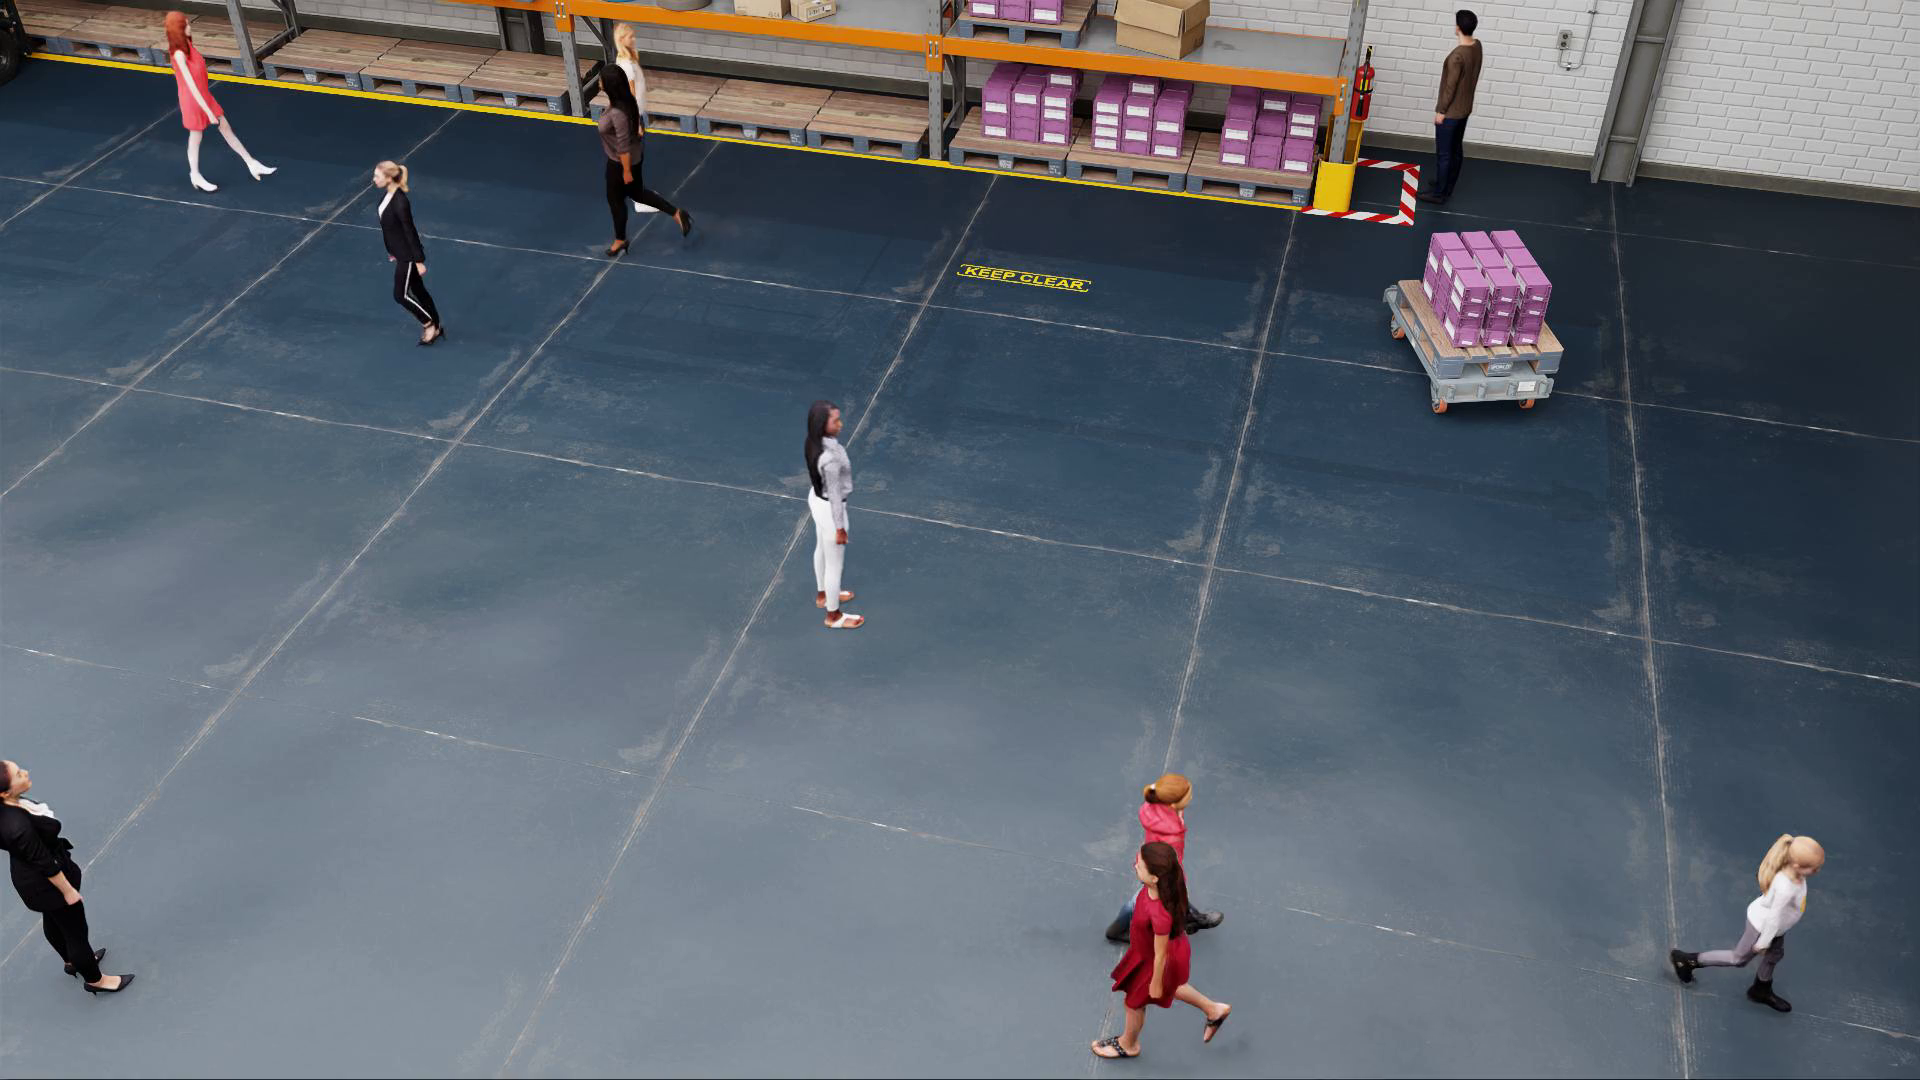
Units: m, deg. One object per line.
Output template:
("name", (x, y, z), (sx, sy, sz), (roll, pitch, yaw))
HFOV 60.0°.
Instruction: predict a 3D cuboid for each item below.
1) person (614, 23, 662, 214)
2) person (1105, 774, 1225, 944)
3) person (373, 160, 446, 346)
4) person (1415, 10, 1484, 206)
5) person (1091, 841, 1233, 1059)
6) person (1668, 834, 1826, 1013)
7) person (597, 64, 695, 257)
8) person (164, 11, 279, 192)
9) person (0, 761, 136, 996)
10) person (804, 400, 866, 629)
("person", (-3.105, -4.009, 15.770), (0.667, 1.809, 0.664), (-9, 39, -11))
("person", (1.013, 1.757, 8.971), (0.934, 1.283, 0.670), (1, 39, 1))
("person", (-4.503, -2.365, 13.806), (0.760, 1.691, 0.720), (-16, 41, -19))
("person", (4.718, -4.125, 15.853), (0.725, 1.886, 0.736), (28, 46, 30))
("person", (1.071, 2.085, 8.362), (0.986, 1.531, 0.667), (1, 39, 1))
("person", (4.150, 2.032, 8.751), (0.730, 1.128, 0.598), (22, 44, 25))
("person", (-2.907, -3.393, 14.990), (1.137, 1.819, 0.827), (0, 39, 0))
("person", (-7.416, -4.165, 15.977), (1.143, 1.793, 0.911), (-6, 39, -7))
("person", (-4.763, 1.768, 8.654), (0.628, 1.662, 0.741), (28, 46, 30))
("person", (-0.863, -0.182, 11.048), (0.678, 1.722, 0.668), (-10, 40, -12))
